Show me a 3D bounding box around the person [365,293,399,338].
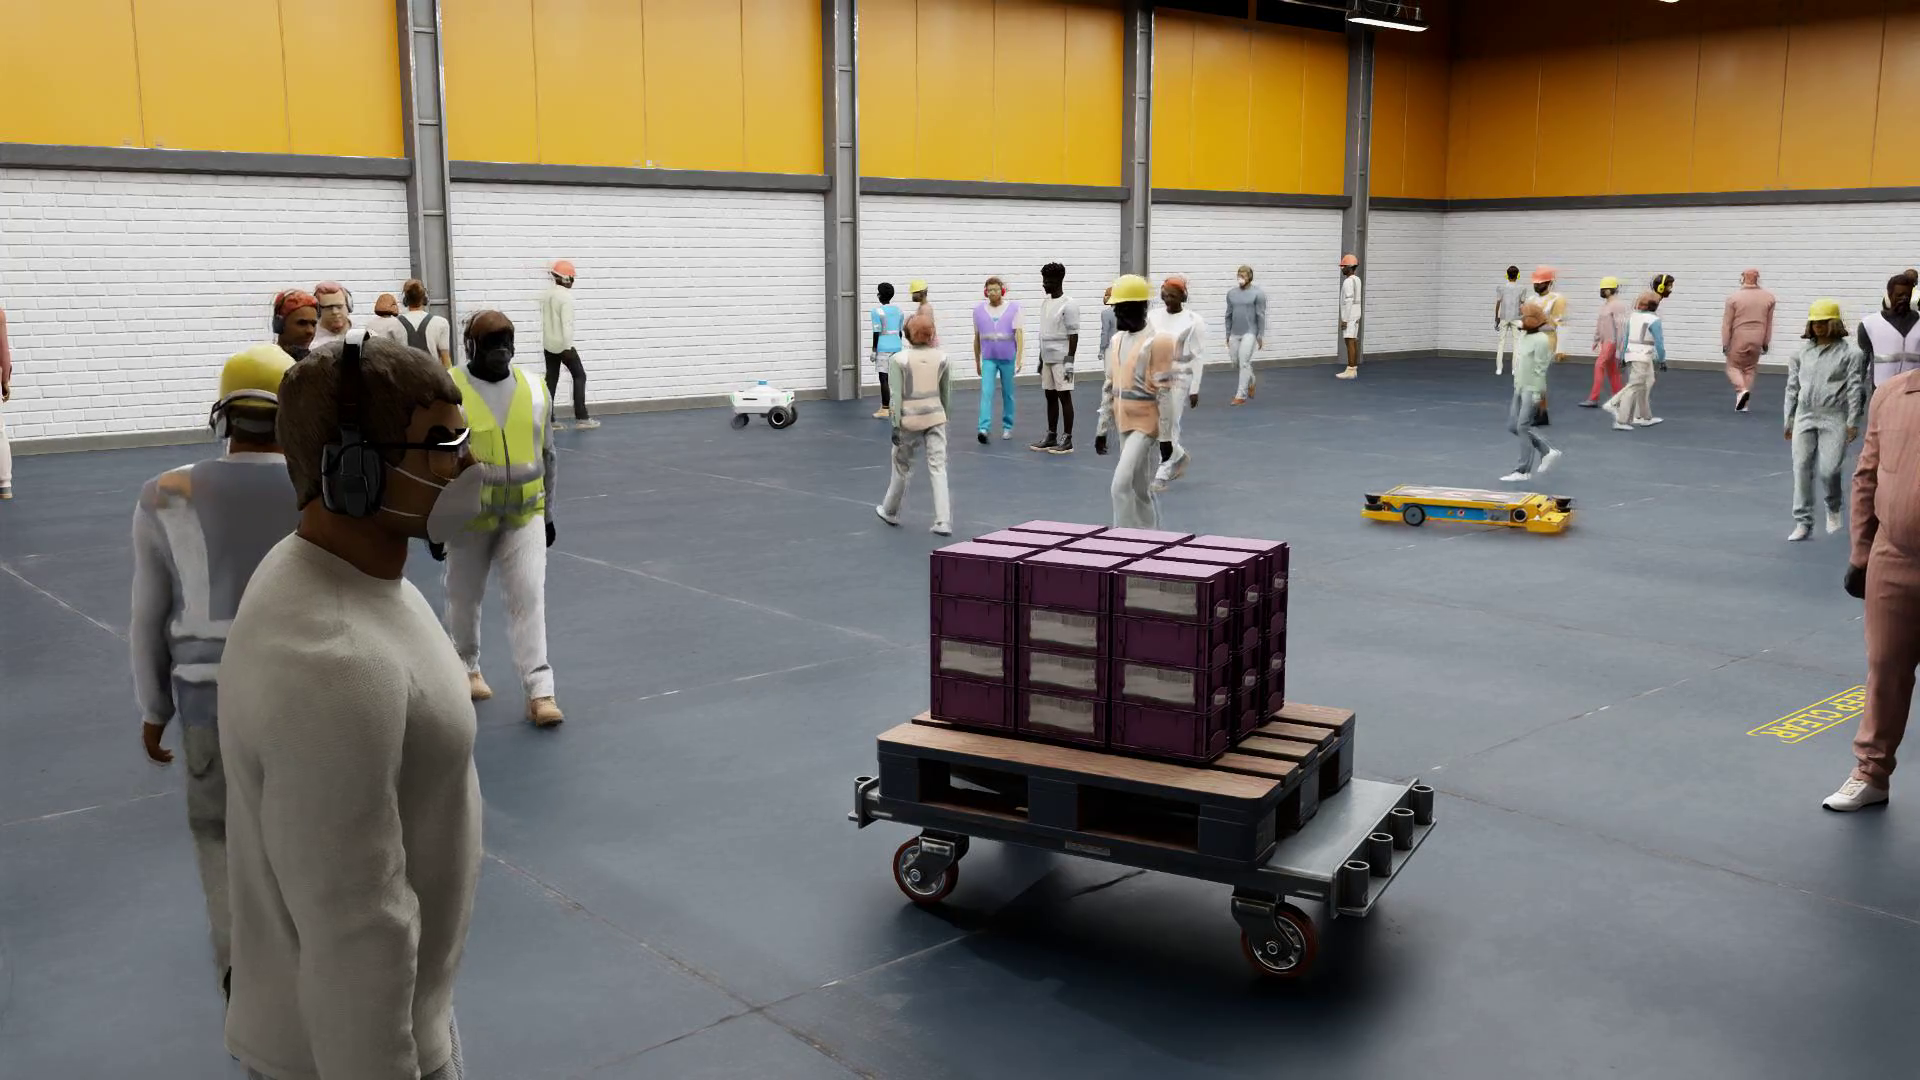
[{"bbox_3d":[-6.051,-1.797,17.653,0.508,1.631,0.271,2,10,12],"label":"person"}]

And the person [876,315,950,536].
[{"bbox_3d":[-0.319,-0.851,12.236,0.530,1.592,0.833,-5,11,-25],"label":"person"}]

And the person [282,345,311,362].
[{"bbox_3d":[-2.601,0.072,6.588,0.681,1.670,0.546,9,13,43],"label":"person"}]

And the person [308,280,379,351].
[{"bbox_3d":[-3.851,-0.669,10.330,0.638,1.883,0.444,-6,12,-33],"label":"person"}]

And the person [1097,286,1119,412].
[{"bbox_3d":[1.978,-2.458,21.521,0.500,1.633,0.281,-10,14,-44],"label":"person"}]

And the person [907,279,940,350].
[{"bbox_3d":[-0.483,-2.448,21.179,0.581,1.726,0.564,-1,10,-6],"label":"person"}]

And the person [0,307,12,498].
[{"bbox_3d":[-8.161,-1.310,13.740,0.376,1.997,0.612,7,12,36],"label":"person"}]

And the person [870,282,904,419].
[{"bbox_3d":[-0.909,-2.360,20.759,0.322,1.697,0.535,9,13,43],"label":"person"}]

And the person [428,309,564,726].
[{"bbox_3d":[-2.060,-0.112,7.337,0.642,1.794,0.946,-6,12,-33],"label":"person"}]

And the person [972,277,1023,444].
[{"bbox_3d":[0.408,-1.946,18.073,0.577,1.788,0.996,2,10,9],"label":"person"}]

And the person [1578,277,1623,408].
[{"bbox_3d":[8.523,-2.622,22.134,0.749,1.737,0.557,0,10,0],"label":"person"}]

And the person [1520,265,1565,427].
[{"bbox_3d":[6.813,-2.281,19.675,0.657,1.906,0.582,-4,11,-24],"label":"person"}]

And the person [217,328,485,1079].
[{"bbox_3d":[-0.789,0.685,2.272,0.382,1.936,0.630,-3,10,-19],"label":"person"}]

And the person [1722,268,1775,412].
[{"bbox_3d":[10.156,-2.565,21.453,0.646,1.879,0.559,0,10,3],"label":"person"}]

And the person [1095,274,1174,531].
[{"bbox_3d":[1.022,-0.710,10.499,0.727,1.900,0.608,-5,11,-25],"label":"person"}]

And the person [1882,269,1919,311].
[{"bbox_3d":[13.145,-2.836,23.122,0.429,1.847,0.625,-6,11,-31],"label":"person"}]

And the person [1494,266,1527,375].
[{"bbox_3d":[9.410,-3.750,28.442,0.516,1.858,0.317,4,10,21],"label":"person"}]

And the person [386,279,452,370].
[{"bbox_3d":[-4.495,-1.255,13.915,0.542,1.820,0.762,-2,10,-11],"label":"person"}]

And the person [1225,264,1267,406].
[{"bbox_3d":[3.920,-2.796,22.685,0.634,1.916,0.739,9,13,43],"label":"person"}]

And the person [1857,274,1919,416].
[{"bbox_3d":[7.617,-1.222,13.557,0.594,1.888,0.857,1,10,5],"label":"person"}]

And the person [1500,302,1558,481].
[{"bbox_3d":[5.147,-1.326,14.946,0.489,1.617,0.501,-1,10,-6],"label":"person"}]

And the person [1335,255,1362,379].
[{"bbox_3d":[6.426,-3.687,27.516,0.393,2.044,0.609,5,11,27],"label":"person"}]

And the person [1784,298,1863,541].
[{"bbox_3d":[6.103,-0.846,11.795,0.503,1.728,0.405,9,13,44],"label":"person"}]

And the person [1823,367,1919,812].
[{"bbox_3d":[3.437,0.082,5.851,0.401,1.910,0.641,-7,12,-36],"label":"person"}]

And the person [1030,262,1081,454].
[{"bbox_3d":[0.990,-1.870,17.120,0.373,1.960,0.601,-5,11,-29],"label":"person"}]

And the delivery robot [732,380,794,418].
[{"bbox_3d":[-2.329,-1.647,19.653,0.707,0.478,0.477,1,10,6],"label":"delivery robot"}]

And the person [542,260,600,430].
[{"bbox_3d":[-4.568,-2.264,19.396,0.638,1.960,0.809,9,13,43],"label":"person"}]

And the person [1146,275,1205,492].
[{"bbox_3d":[1.836,-1.354,14.374,0.636,1.868,0.564,8,13,41],"label":"person"}]

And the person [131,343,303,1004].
[{"bbox_3d":[-1.777,0.406,4.256,0.596,1.804,0.686,-5,11,-25],"label":"person"}]

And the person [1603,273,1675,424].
[{"bbox_3d":[8.206,-2.303,20.096,0.692,1.829,0.598,4,10,22],"label":"person"}]

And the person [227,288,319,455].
[{"bbox_3d":[-3.278,-0.288,8.124,0.422,1.867,0.607,7,12,36],"label":"person"}]

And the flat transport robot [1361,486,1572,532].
[{"bbox_3d":[3.833,-0.251,12.582,1.431,0.197,0.652,5,11,28],"label":"flat transport robot"}]

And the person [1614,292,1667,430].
[{"bbox_3d":[7.980,-2.068,19.301,0.813,1.599,0.529,-2,10,-13],"label":"person"}]
